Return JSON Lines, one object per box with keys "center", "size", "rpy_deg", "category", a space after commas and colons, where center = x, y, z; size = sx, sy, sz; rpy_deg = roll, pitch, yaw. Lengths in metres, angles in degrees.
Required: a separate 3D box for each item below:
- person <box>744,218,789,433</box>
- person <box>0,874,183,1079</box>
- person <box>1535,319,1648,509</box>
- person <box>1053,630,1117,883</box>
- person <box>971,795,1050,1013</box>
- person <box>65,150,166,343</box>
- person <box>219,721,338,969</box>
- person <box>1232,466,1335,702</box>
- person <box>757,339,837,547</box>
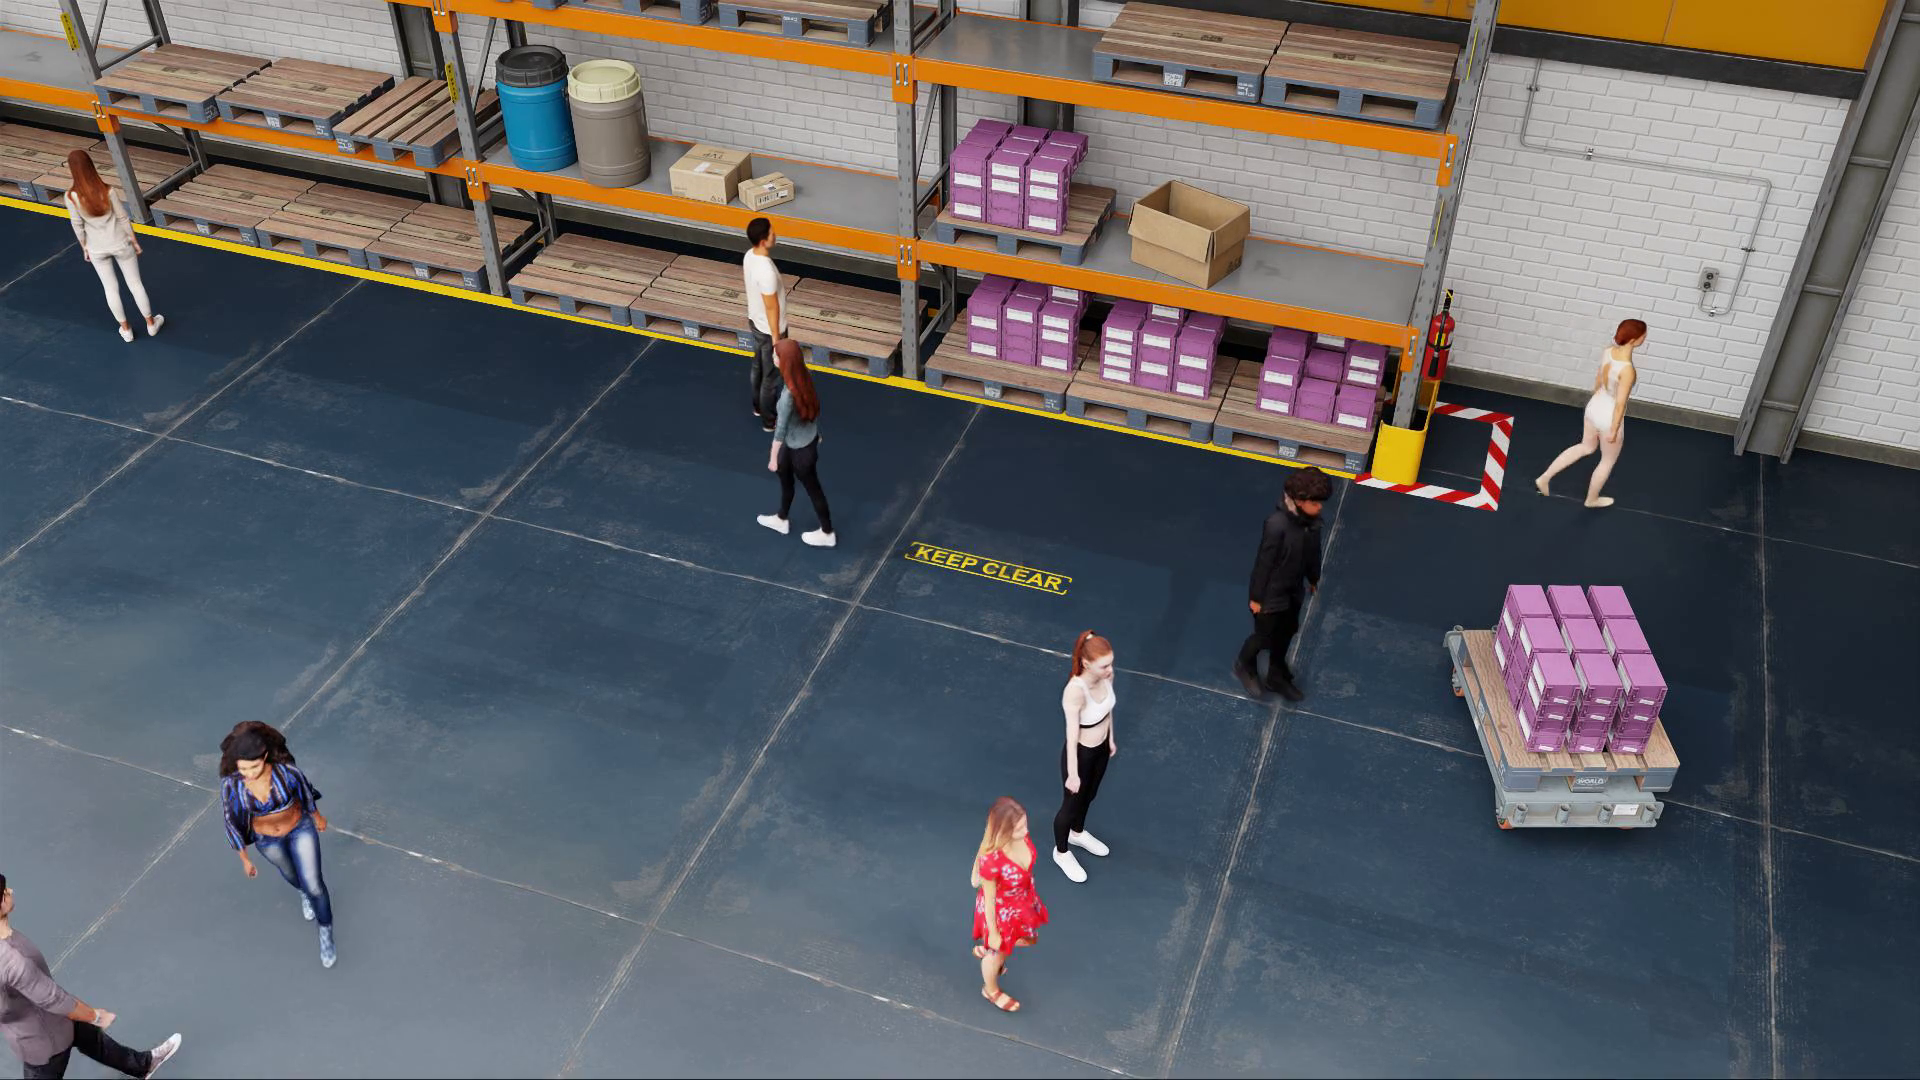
{"center": [-1.510, -1.682, 12.913], "size": [0.745, 1.801, 0.692], "rpy_deg": [-16, 41, -19], "category": "person"}
{"center": [-4.451, 2.352, 7.863], "size": [1.210, 1.800, 1.036], "rpy_deg": [30, 47, 32], "category": "person"}
{"center": [4.600, -0.887, 12.058], "size": [0.942, 1.627, 0.810], "rpy_deg": [-7, 39, -8], "category": "person"}
{"center": [0.705, 1.193, 9.358], "size": [0.608, 1.744, 0.644], "rpy_deg": [26, 45, 28], "category": "person"}
{"center": [0.159, 1.862, 8.650], "size": [0.730, 1.585, 0.659], "rpy_deg": [21, 43, 25], "category": "person"}
{"center": [-7.138, -2.463, 13.962], "size": [0.683, 1.713, 0.755], "rpy_deg": [-14, 41, -16], "category": "person"}
{"center": [-3.687, 1.540, 9.043], "size": [0.944, 1.596, 0.982], "rpy_deg": [-11, 40, -14], "category": "person"}
{"center": [1.993, 0.287, 10.482], "size": [0.821, 1.759, 0.873], "rpy_deg": [-29, 47, -31], "category": "person"}
{"center": [-1.034, -0.633, 11.661], "size": [0.863, 1.724, 0.650], "rpy_deg": [10, 40, 12], "category": "person"}
